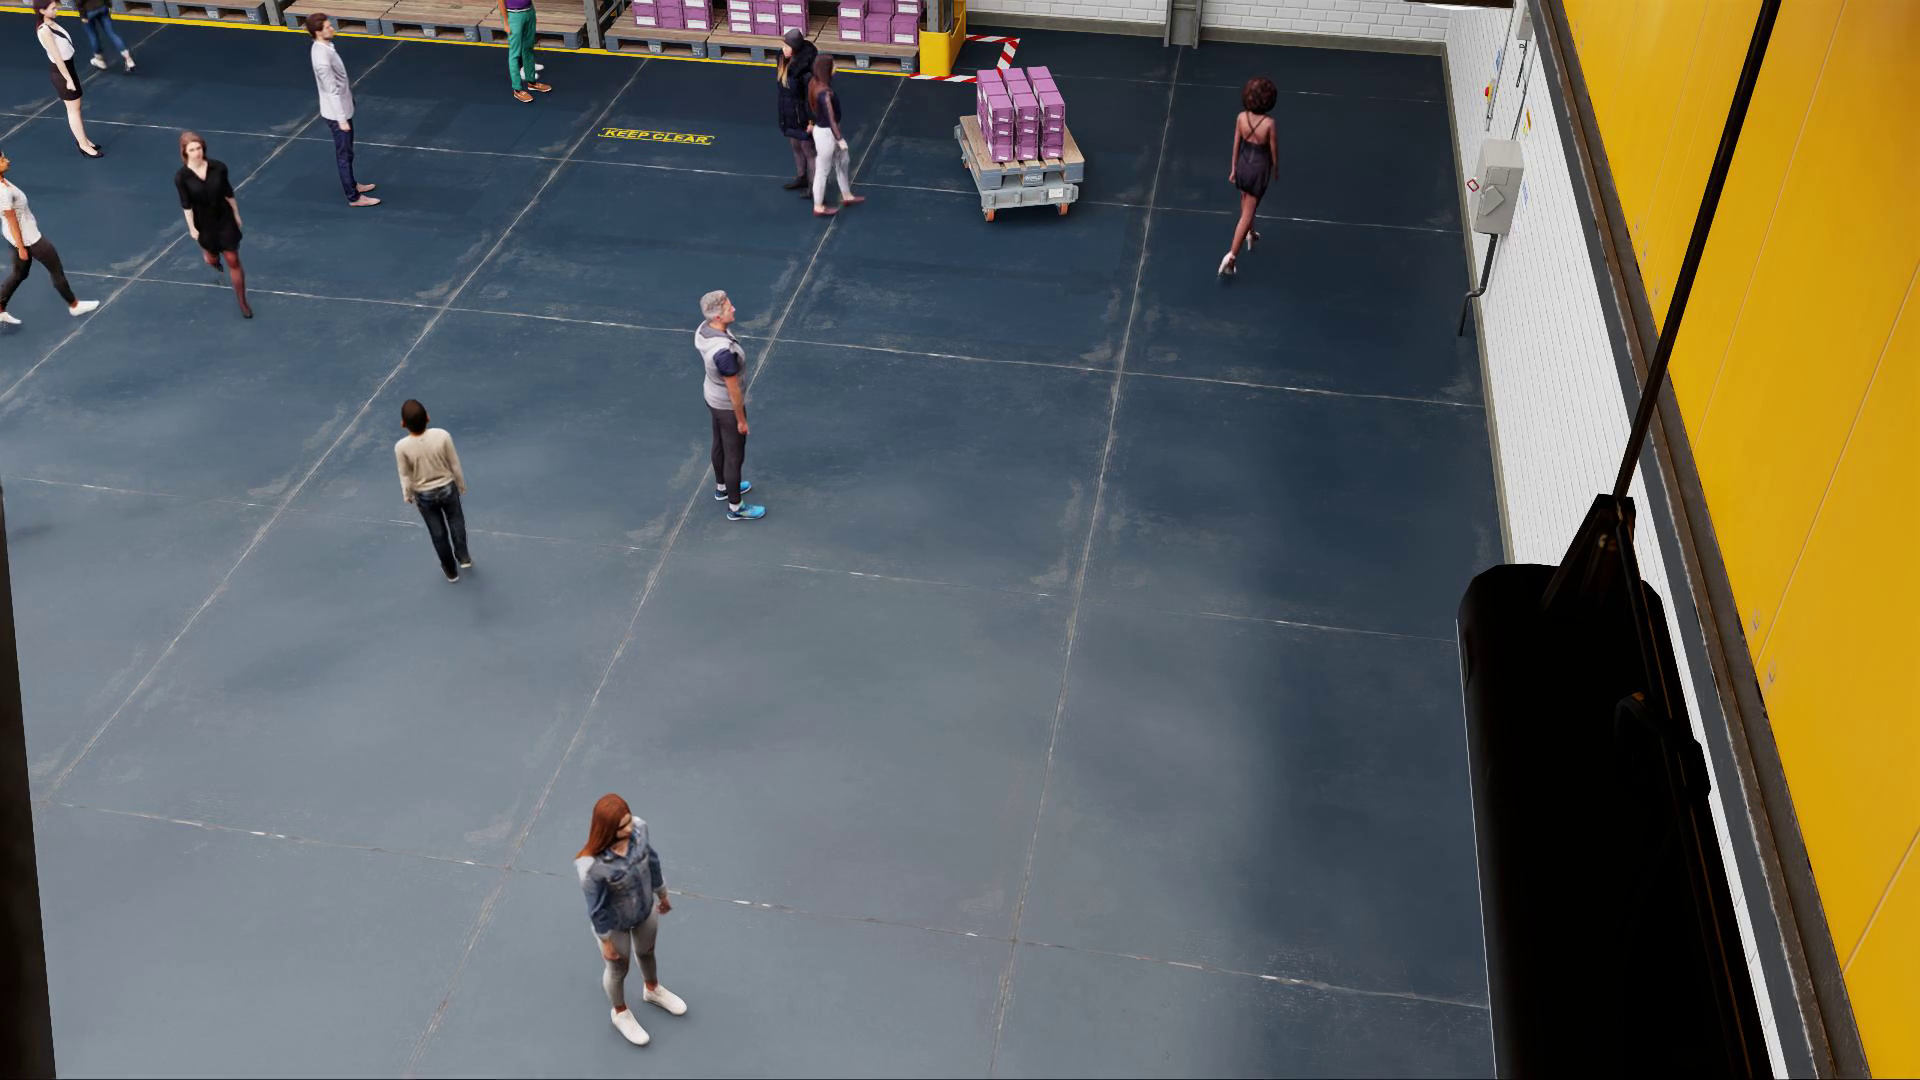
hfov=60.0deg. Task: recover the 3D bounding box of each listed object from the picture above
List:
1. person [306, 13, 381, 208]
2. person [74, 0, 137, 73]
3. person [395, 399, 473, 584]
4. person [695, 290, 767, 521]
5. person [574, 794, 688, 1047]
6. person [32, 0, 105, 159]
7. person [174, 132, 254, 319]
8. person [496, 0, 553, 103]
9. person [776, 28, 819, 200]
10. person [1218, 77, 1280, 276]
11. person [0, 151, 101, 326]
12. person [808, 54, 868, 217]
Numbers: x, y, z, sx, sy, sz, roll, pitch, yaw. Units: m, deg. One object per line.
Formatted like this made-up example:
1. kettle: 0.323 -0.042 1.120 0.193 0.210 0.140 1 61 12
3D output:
1. person: -5.931 -4.105 15.816 0.763 1.852 0.764 -13 40 -16
2. person: -9.487 -5.840 18.305 1.036 1.458 0.814 23 44 26
3. person: -3.565 -0.295 11.361 0.641 1.459 0.714 -19 43 -23
4. person: -1.685 -0.979 11.921 0.779 1.829 0.771 -16 41 -19
5. person: -1.715 1.891 8.429 0.688 1.702 0.692 26 45 29
6. person: -8.959 -4.642 16.650 0.670 1.651 0.639 -16 41 -19
7. person: -6.396 -2.729 14.234 0.992 1.677 1.042 -24 44 -27
8. person: -4.736 -5.613 17.772 0.680 1.768 0.693 19 42 22
9. person: -1.528 -4.095 15.946 0.854 1.674 0.783 -28 46 -30
10. person: 2.555 -3.177 14.738 1.102 1.748 0.953 26 45 28
11. person: -7.993 -2.516 14.017 1.099 1.614 1.048 -25 45 -28
12. person: -1.307 -3.764 15.597 0.875 1.593 0.762 -7 39 -8
